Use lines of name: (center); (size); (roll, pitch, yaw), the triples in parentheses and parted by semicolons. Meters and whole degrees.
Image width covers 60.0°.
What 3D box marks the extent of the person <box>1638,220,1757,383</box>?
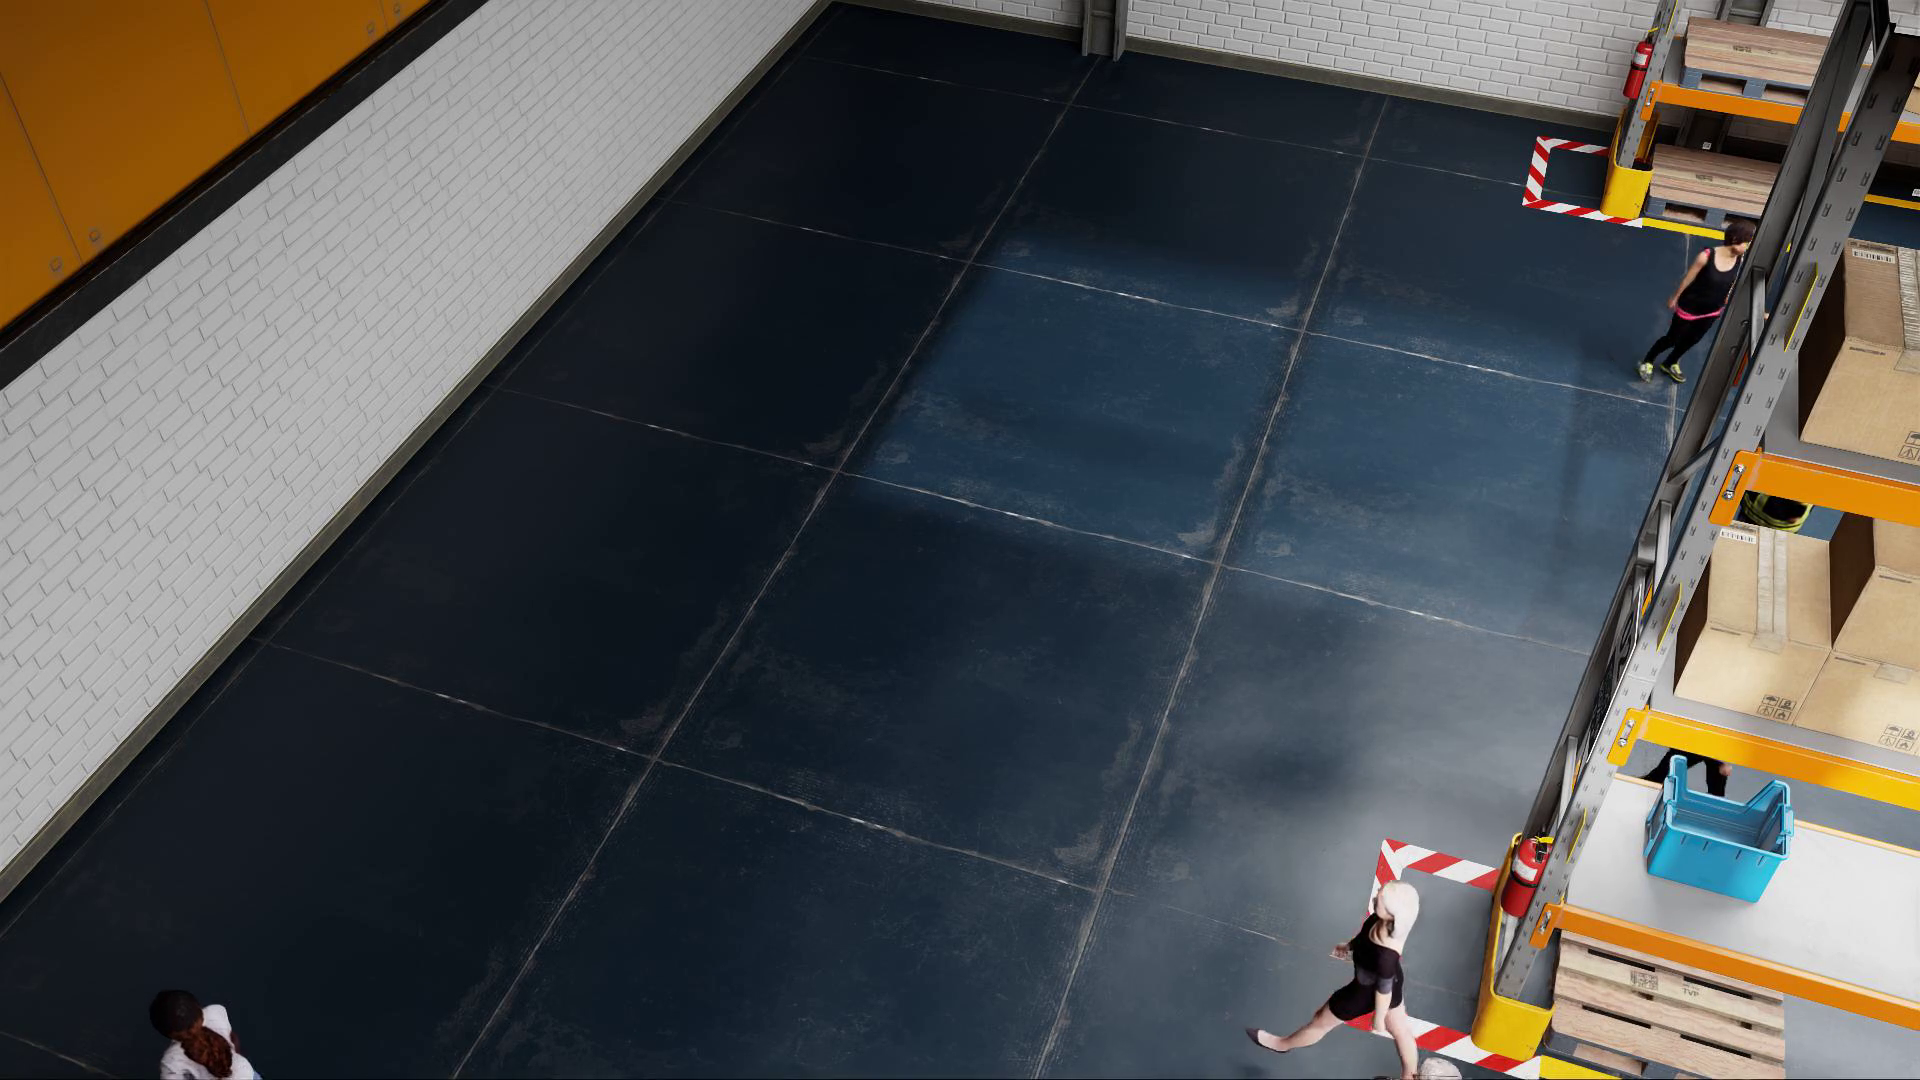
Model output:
person: (5.785, -1.888, 13.094); (0.697, 1.517, 0.801); (2, 44, 2)

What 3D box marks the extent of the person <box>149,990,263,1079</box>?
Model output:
person: (-3.508, 2.738, 8.104); (0.800, 1.702, 0.591); (14, 45, 15)

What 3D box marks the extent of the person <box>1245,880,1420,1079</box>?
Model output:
person: (2.206, 2.325, 8.487); (1.207, 1.771, 0.651); (18, 47, 18)
